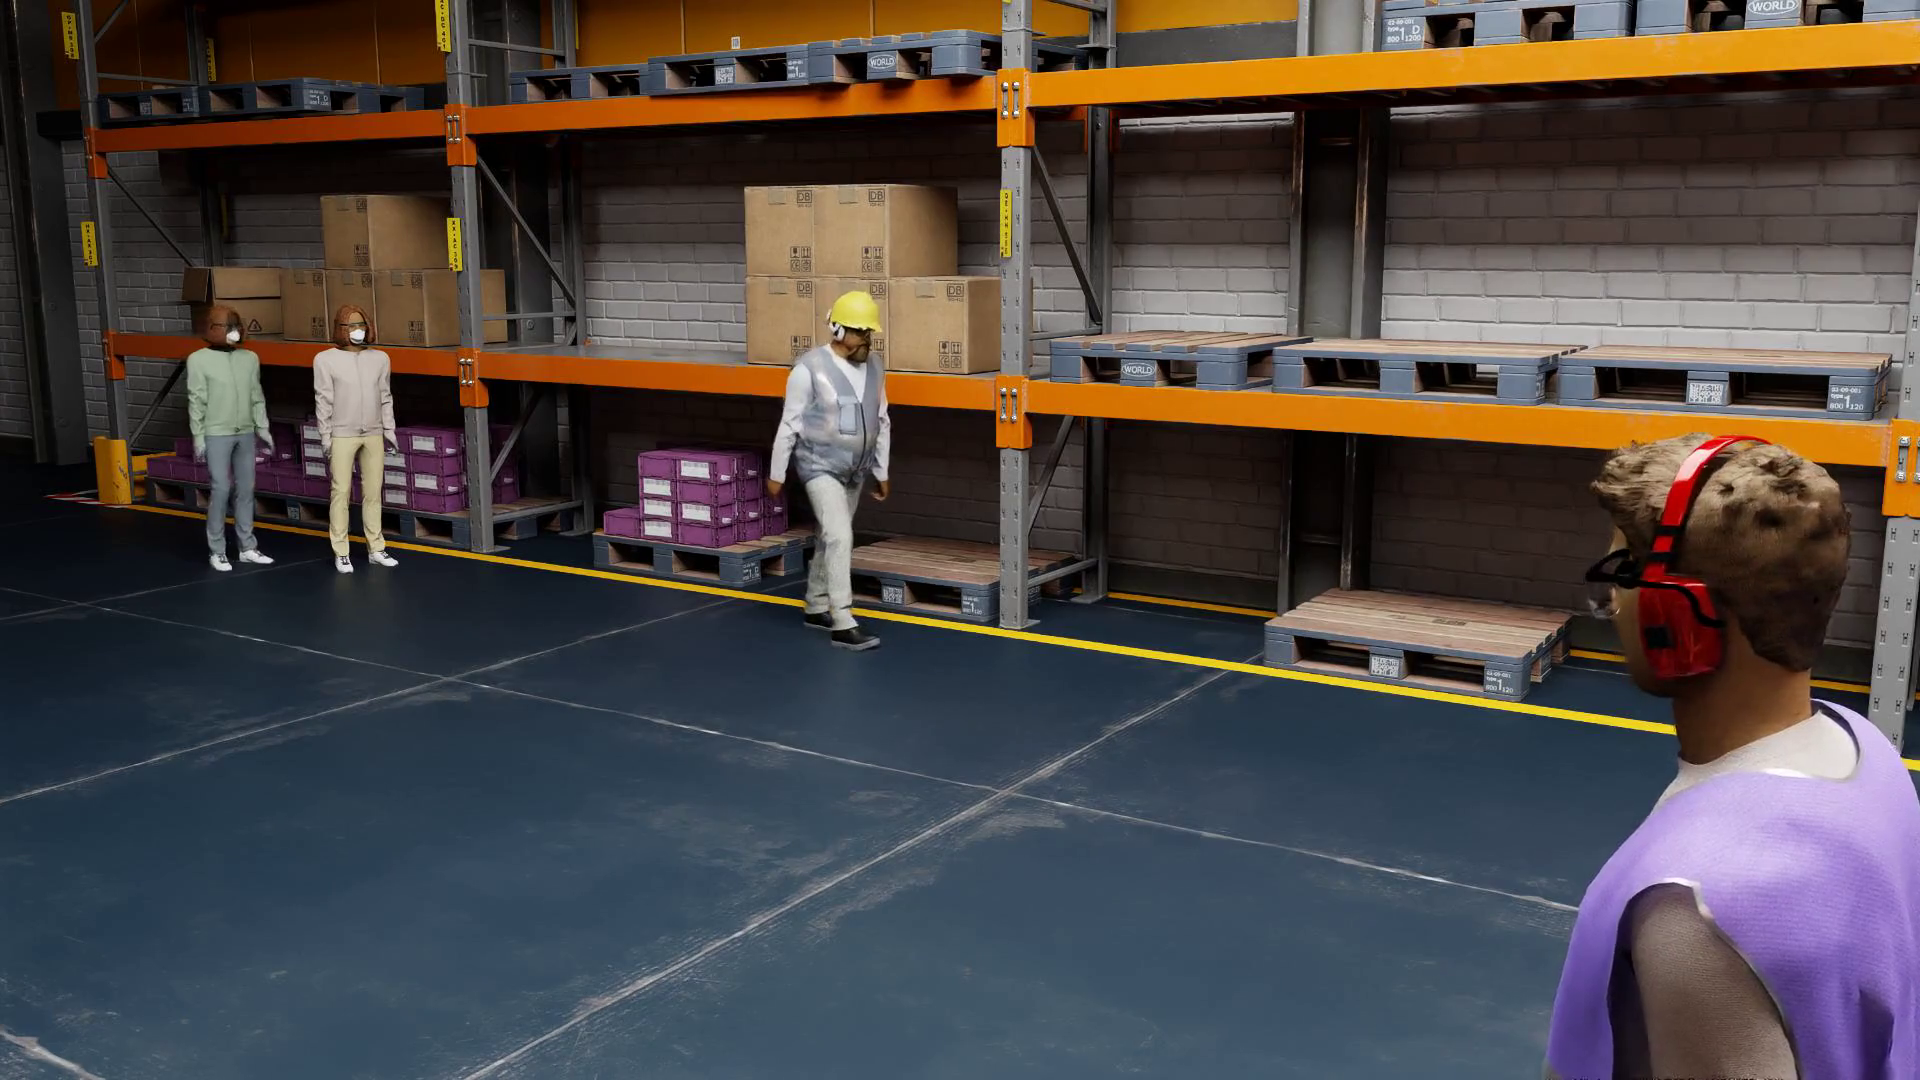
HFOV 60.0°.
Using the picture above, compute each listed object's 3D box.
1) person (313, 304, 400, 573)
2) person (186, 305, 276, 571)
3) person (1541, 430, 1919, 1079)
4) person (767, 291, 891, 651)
[{"bbox_3d":[-3.695,-0.624,10.213,0.280,1.634,0.499,10,14,43],"label":"person"},{"bbox_3d":[-4.489,-0.625,10.263,0.330,1.626,0.510,6,12,29],"label":"person"},{"bbox_3d":[0.769,0.813,1.671,0.377,1.841,0.567,7,13,35],"label":"person"},{"bbox_3d":[-0.606,-0.357,8.388,0.689,1.774,0.626,9,14,42],"label":"person"}]
